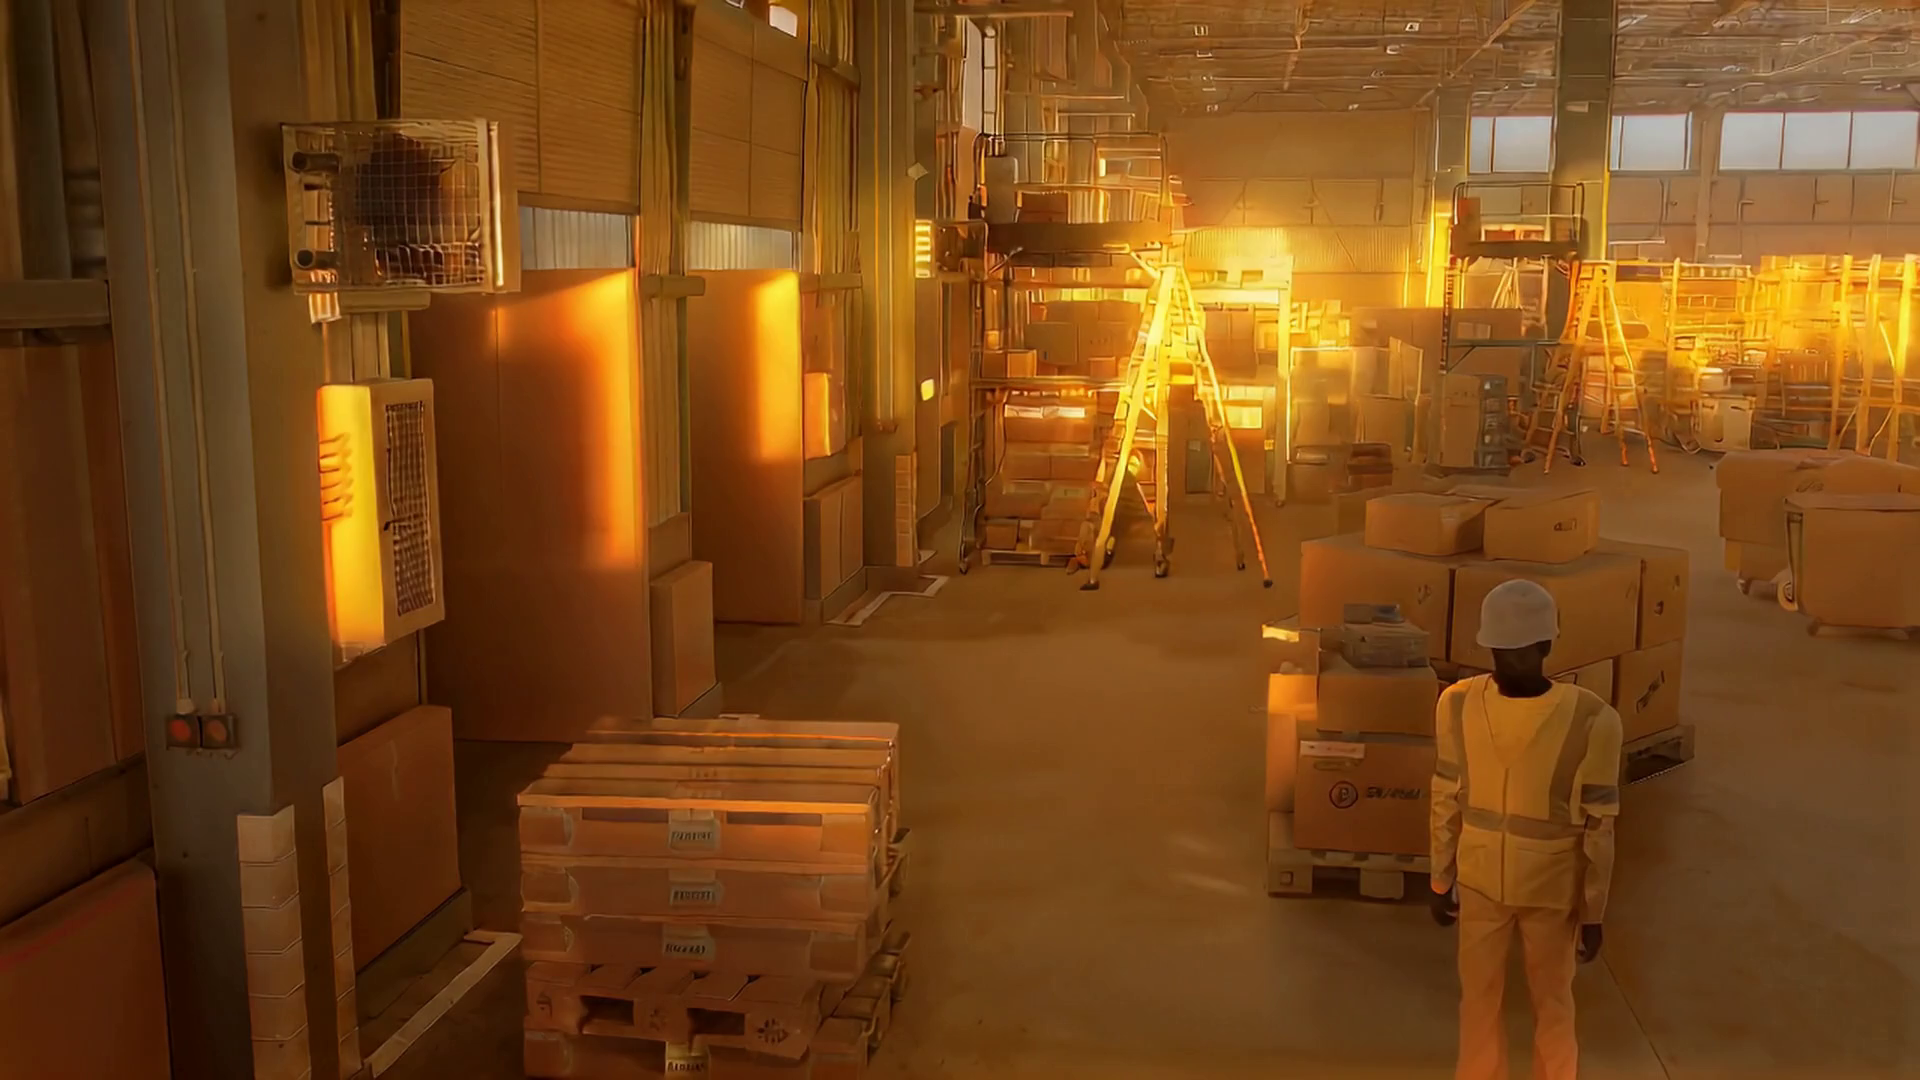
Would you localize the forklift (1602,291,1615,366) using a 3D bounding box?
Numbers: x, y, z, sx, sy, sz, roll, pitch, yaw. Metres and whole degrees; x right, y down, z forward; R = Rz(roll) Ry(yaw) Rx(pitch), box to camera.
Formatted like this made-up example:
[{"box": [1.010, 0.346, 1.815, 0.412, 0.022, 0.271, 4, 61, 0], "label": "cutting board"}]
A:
[{"box": [17.337, -6.024, 45.922, 1.129, 2.768, 1.873, 8, 12, 40], "label": "forklift"}]

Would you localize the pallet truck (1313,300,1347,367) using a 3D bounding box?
[{"box": [11.159, -6.200, 49.718, 0.823, 1.965, 1.885, 4, 10, 26], "label": "pallet truck"}]

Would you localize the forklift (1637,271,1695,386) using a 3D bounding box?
[{"box": [16.971, -5.172, 40.666, 1.129, 2.768, 1.873, -9, 13, -43], "label": "forklift"}]

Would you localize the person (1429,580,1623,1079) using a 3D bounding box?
[{"box": [1.722, 1.064, 5.172, 0.587, 1.918, 0.398, 7, 12, 38], "label": "person"}]

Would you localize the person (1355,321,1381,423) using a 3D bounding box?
[{"box": [7.596, -3.090, 30.825, 0.552, 1.908, 0.772, -3, 10, -20], "label": "person"}]

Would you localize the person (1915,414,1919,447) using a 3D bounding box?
[{"box": [15.625, -2.343, 26.737, 0.319, 1.739, 0.485, 9, 13, 43], "label": "person"}]
